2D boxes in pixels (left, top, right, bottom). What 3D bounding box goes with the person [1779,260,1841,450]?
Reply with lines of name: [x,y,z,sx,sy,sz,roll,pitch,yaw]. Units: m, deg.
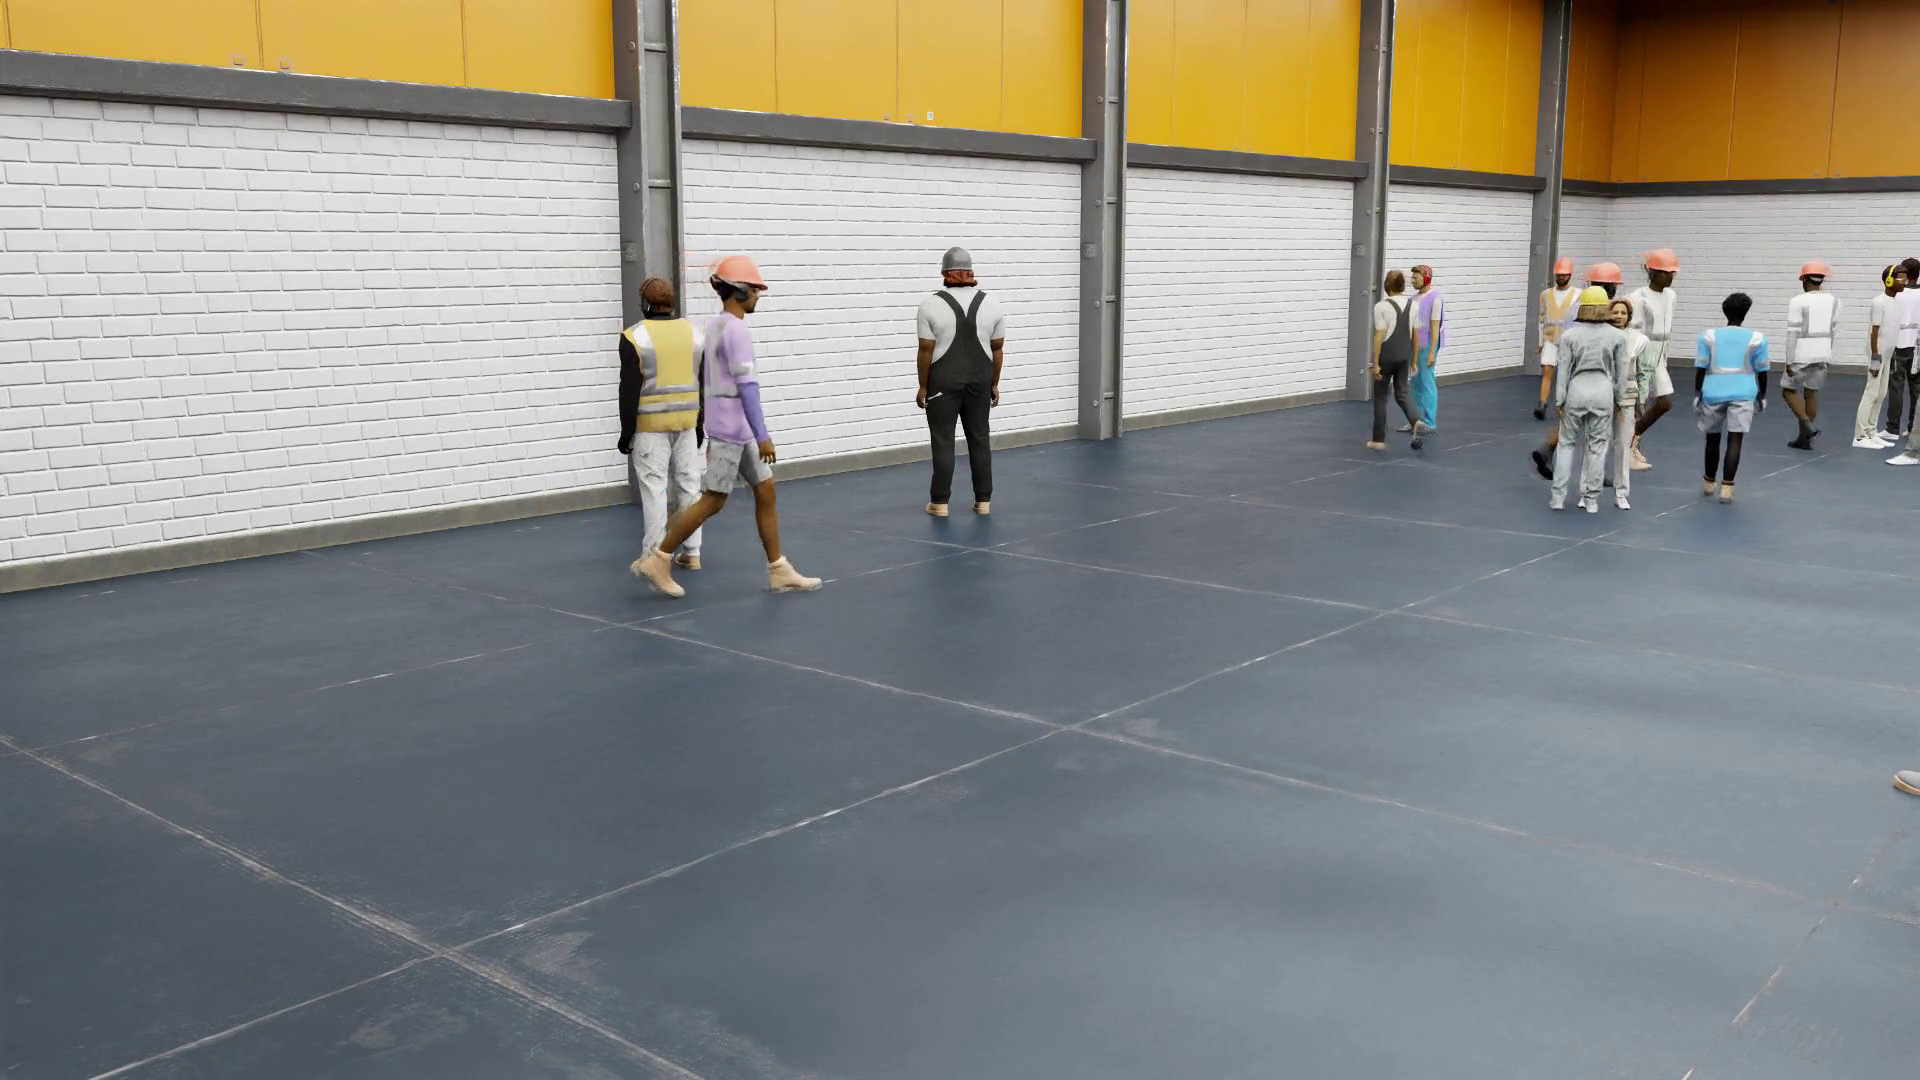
person: [8.495,-1.838,16.639,0.546,1.908,0.472,-1,10,-7]

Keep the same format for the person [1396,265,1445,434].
person: [5.061,-2.069,18.129,0.391,1.842,0.578,-3,10,-15]

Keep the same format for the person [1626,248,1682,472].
person: [6.263,-1.615,15.051,0.680,2.017,0.494,-7,12,-34]

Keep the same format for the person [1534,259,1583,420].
person: [7.106,-2.368,19.693,0.559,1.891,1.000,7,12,33]

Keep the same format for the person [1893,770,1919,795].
person: [3.735,0.026,6.080,0.573,1.883,0.354,-7,12,-34]

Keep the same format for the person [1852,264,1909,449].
person: [9.354,-1.850,16.851,0.507,1.861,0.328,-9,13,-41]

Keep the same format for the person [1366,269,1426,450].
person: [4.338,-1.768,16.487,0.511,1.828,0.727,-3,11,-18]

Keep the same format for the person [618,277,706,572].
person: [-1.856,-0.703,10.349,0.619,1.845,0.430,-8,13,-40]

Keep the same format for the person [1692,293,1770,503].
person: [6.189,-1.146,13.368,0.547,1.662,0.715,5,11,28]

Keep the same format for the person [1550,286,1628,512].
person: [4.827,-1.069,12.741,0.506,1.741,0.365,3,10,18]

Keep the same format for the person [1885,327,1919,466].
person: [9.161,-1.633,15.489,0.936,1.892,0.592,-1,10,-5]

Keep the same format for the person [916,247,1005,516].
person: [-0.029,-1.206,12.646,0.689,2.000,0.538,-3,10,-18]

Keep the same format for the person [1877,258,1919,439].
person: [10.018,-2.014,17.608,0.590,1.916,0.399,-1,10,-3]

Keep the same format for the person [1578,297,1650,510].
person: [5.065,-1.056,12.925,0.514,1.645,0.309,3,10,15]

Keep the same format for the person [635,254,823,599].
person: [-1.376,-0.645,9.605,1.055,1.996,0.621,-2,10,-11]

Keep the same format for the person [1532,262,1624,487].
person: [5.249,-1.379,14.021,0.688,1.918,0.545,-3,11,-19]
